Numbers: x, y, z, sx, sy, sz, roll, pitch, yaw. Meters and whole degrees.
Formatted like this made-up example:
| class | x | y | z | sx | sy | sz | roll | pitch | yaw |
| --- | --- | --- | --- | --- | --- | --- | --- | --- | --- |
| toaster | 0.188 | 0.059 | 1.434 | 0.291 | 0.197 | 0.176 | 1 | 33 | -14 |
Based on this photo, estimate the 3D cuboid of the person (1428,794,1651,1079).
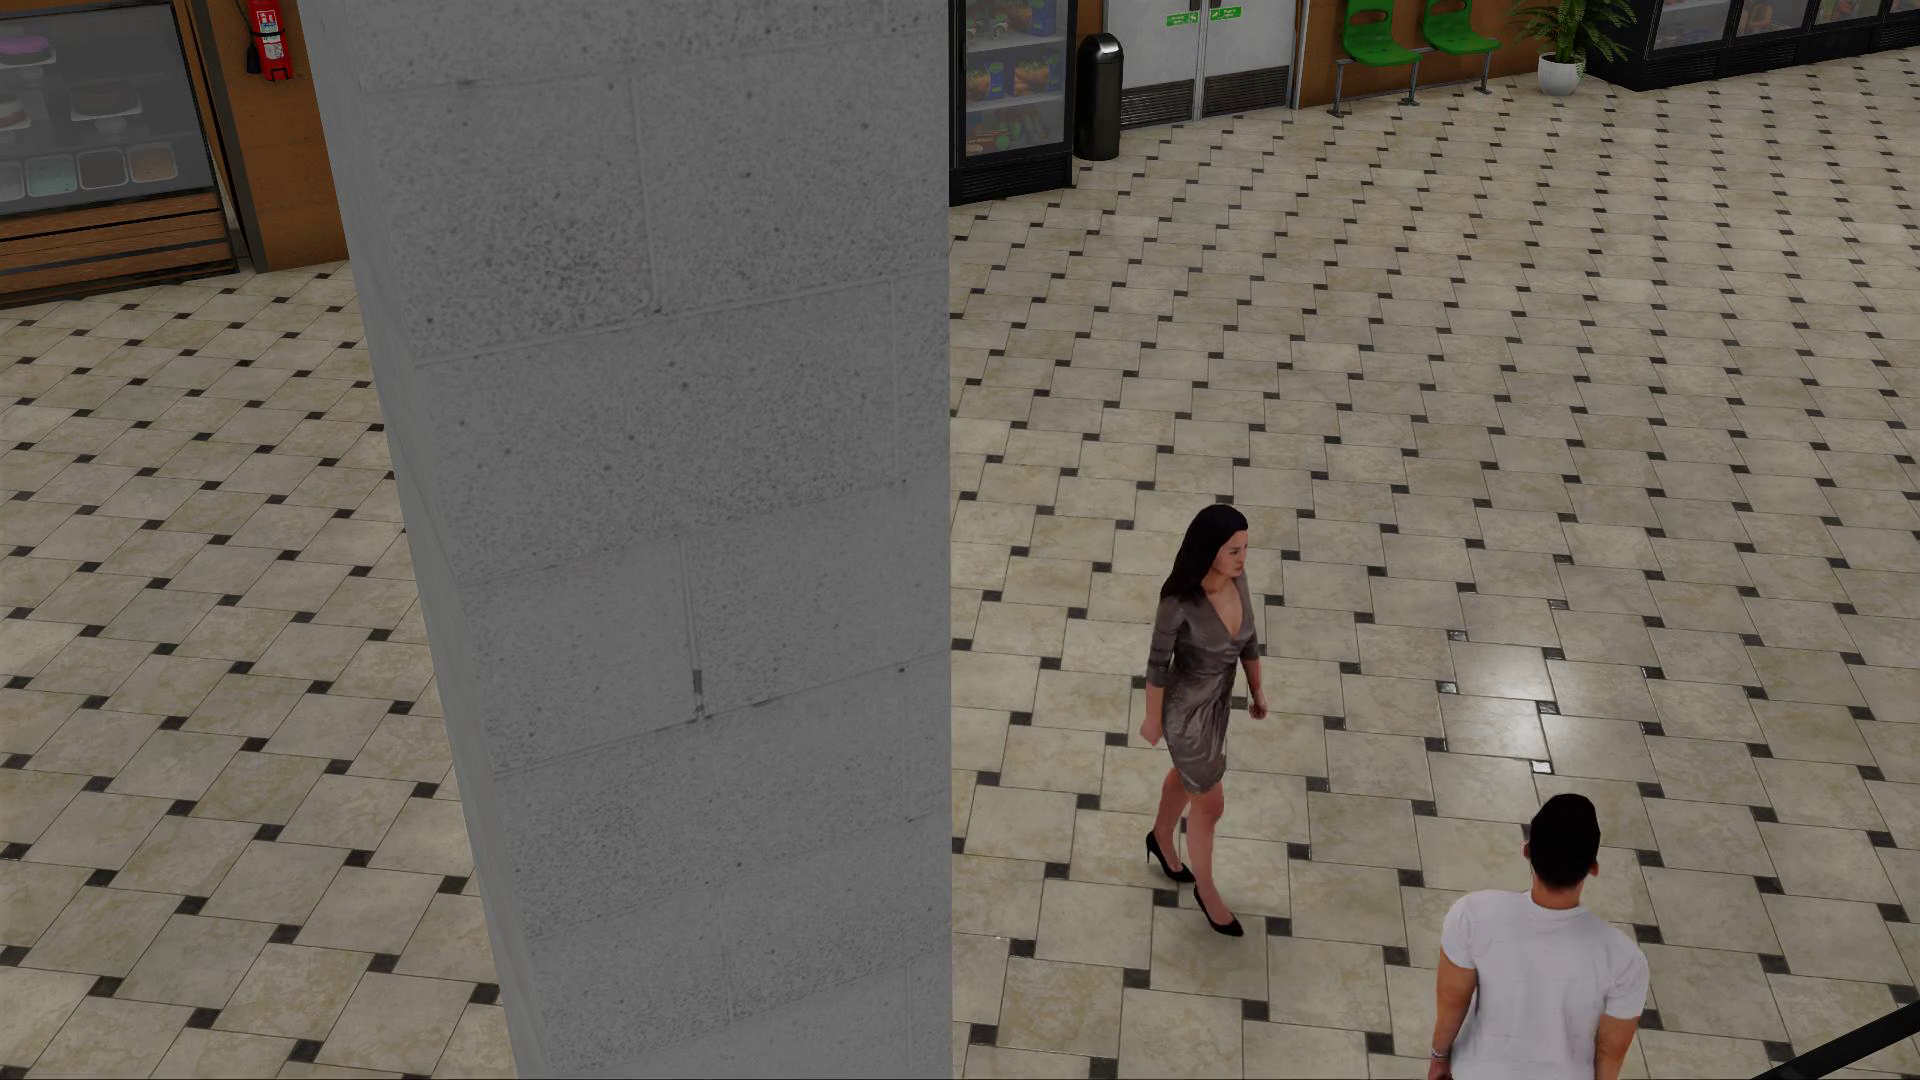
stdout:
| class | x | y | z | sx | sy | sz | roll | pitch | yaw |
| --- | --- | --- | --- | --- | --- | --- | --- | --- | --- |
| person | 1.520 | 1.508 | 4.549 | 1.132 | 1.839 | 1.045 | 22 | 38 | 31 |

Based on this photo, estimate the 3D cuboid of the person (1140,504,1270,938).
| class | x | y | z | sx | sy | sz | roll | pitch | yaw |
| --- | --- | --- | --- | --- | --- | --- | --- | --- | --- |
| person | 0.817 | 0.594 | 6.122 | 0.889 | 1.730 | 0.775 | 27 | 41 | 36 |
